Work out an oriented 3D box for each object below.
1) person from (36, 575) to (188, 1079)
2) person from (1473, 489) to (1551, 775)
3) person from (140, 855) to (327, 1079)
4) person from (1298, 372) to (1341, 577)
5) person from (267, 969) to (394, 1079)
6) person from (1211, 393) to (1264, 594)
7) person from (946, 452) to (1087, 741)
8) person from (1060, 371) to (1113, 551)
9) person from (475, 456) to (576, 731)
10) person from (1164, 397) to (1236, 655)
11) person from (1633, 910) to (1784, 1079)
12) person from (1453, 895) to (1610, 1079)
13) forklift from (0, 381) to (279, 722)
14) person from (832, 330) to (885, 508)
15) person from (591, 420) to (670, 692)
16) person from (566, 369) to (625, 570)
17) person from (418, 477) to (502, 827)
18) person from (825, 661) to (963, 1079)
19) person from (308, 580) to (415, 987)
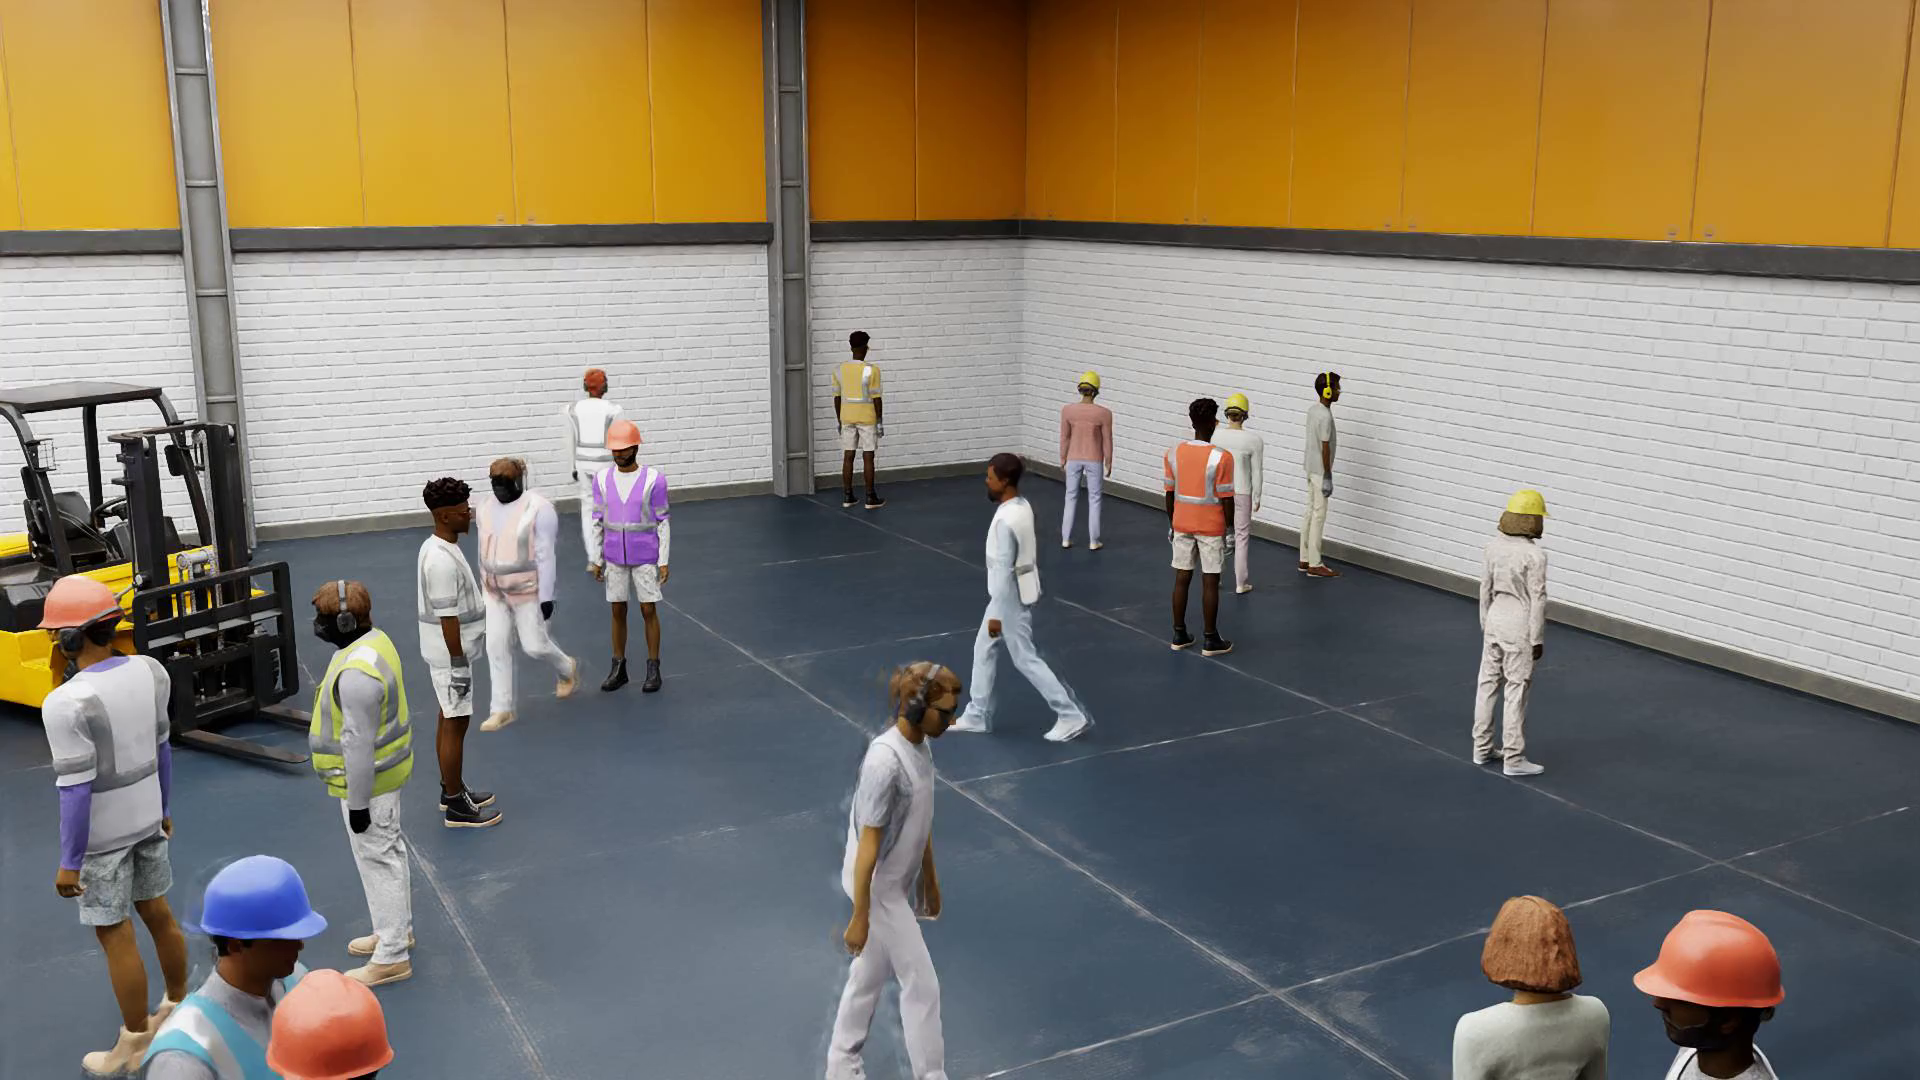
[{"bbox_3d":[-3.391,1.138,6.626,0.396,2.038,0.615,2,12,11],"label":"person"},{"bbox_3d":[3.367,0.550,10.098,0.322,1.738,0.488,-6,13,-26],"label":"person"},{"bbox_3d":[-1.879,1.713,4.289,1.016,1.902,0.613,3,13,16],"label":"person"},{"bbox_3d":[3.303,-0.604,15.196,0.335,1.873,0.519,-1,12,-4],"label":"person"},{"bbox_3d":[-1.291,1.841,3.576,0.357,1.937,0.551,11,16,41],"label":"person"},{"bbox_3d":[2.392,-0.409,14.550,0.518,1.756,0.345,5,13,20],"label":"person"},{"bbox_3d":[0.369,0.367,10.628,0.966,1.883,0.602,2,12,8],"label":"person"},{"bbox_3d":[1.239,-0.771,16.257,0.532,1.755,0.341,4,13,18],"label":"person"},{"bbox_3d":[-2.895,0.316,11.025,0.630,1.815,0.752,5,13,20],"label":"person"},{"bbox_3d":[1.830,-0.104,12.625,0.607,1.966,0.367,9,15,38],"label":"person"},{"bbox_3d":[1.696,1.778,3.870,0.362,1.935,0.553,2,12,7],"label":"person"},{"bbox_3d":[1.550,1.773,4.632,0.504,1.627,0.290,-4,13,-19],"label":"person"},{"bbox_3d":[-5.853,0.085,11.199,2.313,2.155,1.214,7,14,28],"label":"forklift"},{"bbox_3d":[-1.107,-1.330,18.370,0.603,1.966,0.368,5,13,24],"label":"person"},{"bbox_3d":[-2.312,0.117,11.658,0.553,1.935,0.362,1,12,6],"label":"person"},{"bbox_3d":[-3.374,-0.683,15.604,0.581,1.860,0.781,0,12,2],"label":"person"},{"bbox_3d":[-2.811,0.615,9.255,0.367,1.966,0.607,-5,13,-20],"label":"person"},{"bbox_3d":[-0.165,1.345,6.246,0.839,1.790,0.576,2,12,11],"label":"person"},{"bbox_3d":[-2.669,1.071,7.447,0.431,1.835,0.623,-3,12,-15],"label":"person"}]
